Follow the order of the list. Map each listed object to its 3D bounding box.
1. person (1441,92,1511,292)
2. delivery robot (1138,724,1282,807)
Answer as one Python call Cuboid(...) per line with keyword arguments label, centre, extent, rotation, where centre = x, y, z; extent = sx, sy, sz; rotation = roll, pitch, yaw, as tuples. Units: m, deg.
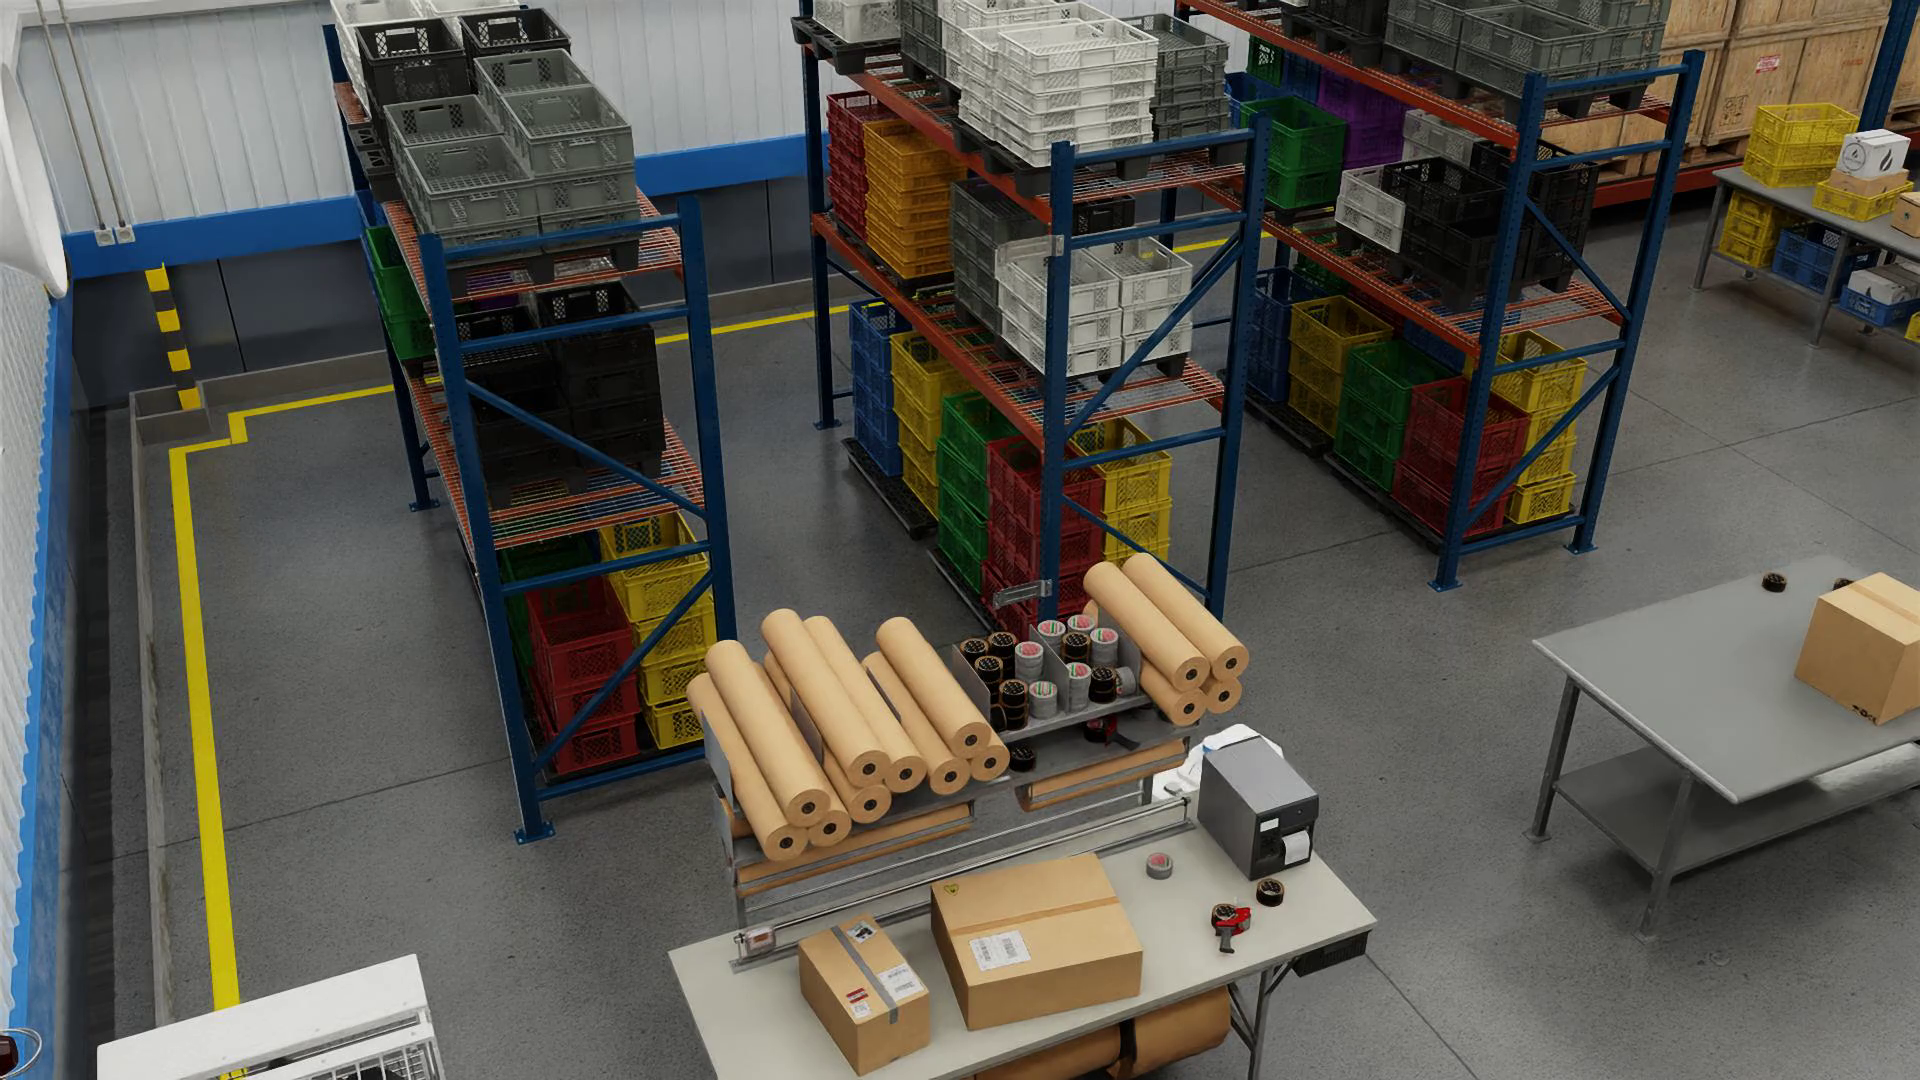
Cuboid(label="person", centre=(3.770, -2.372, 12.221), extent=(0.379, 1.937, 0.629), rotation=(6, 32, 10))
Cuboid(label="delivery robot", centre=(1.165, 1.131, 7.753), extent=(0.707, 0.478, 0.477), rotation=(-23, 38, -33))
